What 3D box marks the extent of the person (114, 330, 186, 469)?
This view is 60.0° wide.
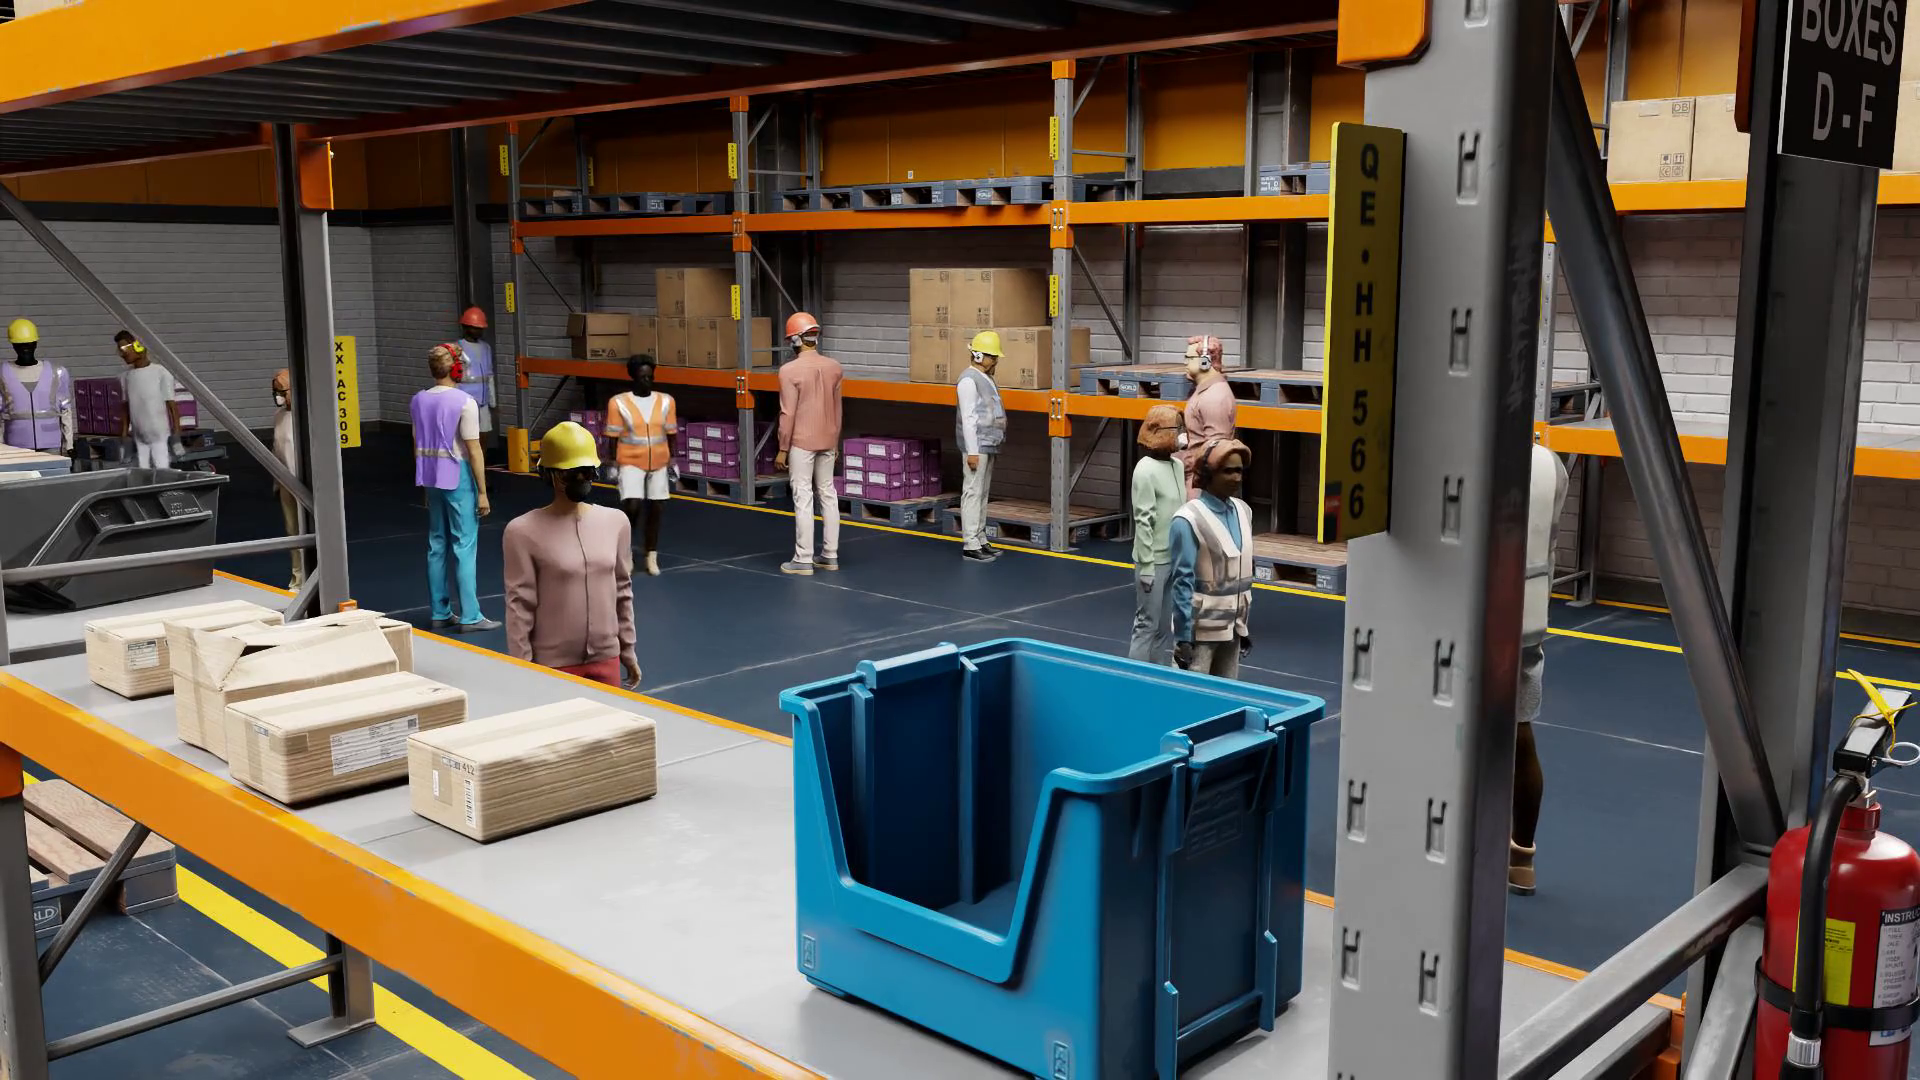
[{"bbox_3d":[-6.525,-0.784,13.446,0.552,1.843,0.358,2,10,14],"label":"person"}]

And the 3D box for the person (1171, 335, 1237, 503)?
[{"bbox_3d":[1.509,-0.324,10.406,0.408,1.906,0.653,1,9,6],"label":"person"}]

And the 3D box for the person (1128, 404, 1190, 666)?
[{"bbox_3d":[1.032,0.121,8.510,0.280,1.636,0.500,5,10,28],"label":"person"}]

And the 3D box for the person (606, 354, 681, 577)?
[{"bbox_3d":[-2.366,-0.554,12.486,0.537,1.687,0.363,-5,11,-29],"label":"person"}]

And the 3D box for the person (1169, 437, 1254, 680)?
[{"bbox_3d":[1.031,0.393,6.837,0.311,1.636,0.522,8,12,40],"label":"person"}]

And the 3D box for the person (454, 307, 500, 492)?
[{"bbox_3d":[-4.965,-1.418,17.084,0.417,1.923,0.557,5,10,27],"label":"person"}]

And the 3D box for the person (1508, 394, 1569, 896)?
[{"bbox_3d":[1.905,0.328,6.017,0.609,2.036,0.403,-7,12,-38],"label":"person"}]

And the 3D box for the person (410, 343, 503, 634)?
[{"bbox_3d":[-3.237,-0.322,10.569,0.566,1.850,0.389,5,11,29],"label":"person"}]

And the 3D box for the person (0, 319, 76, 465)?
[{"bbox_3d":[-7.265,-0.763,13.036,0.594,1.926,0.367,-7,11,-35],"label":"person"}]

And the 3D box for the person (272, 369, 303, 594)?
[{"bbox_3d":[-4.568,-0.360,11.467,0.498,1.633,0.282,6,11,34],"label":"person"}]

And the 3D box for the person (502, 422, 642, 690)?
[{"bbox_3d":[-1.411,0.446,6.117,0.532,1.768,0.311,-9,13,-43],"label":"person"}]

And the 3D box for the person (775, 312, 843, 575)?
[{"bbox_3d":[-1.155,-0.729,12.645,0.391,1.988,0.611,9,13,43],"label":"person"}]

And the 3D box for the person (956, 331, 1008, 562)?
[{"bbox_3d":[0.176,-0.745,13.250,0.403,1.823,0.588,2,10,15],"label":"person"}]
